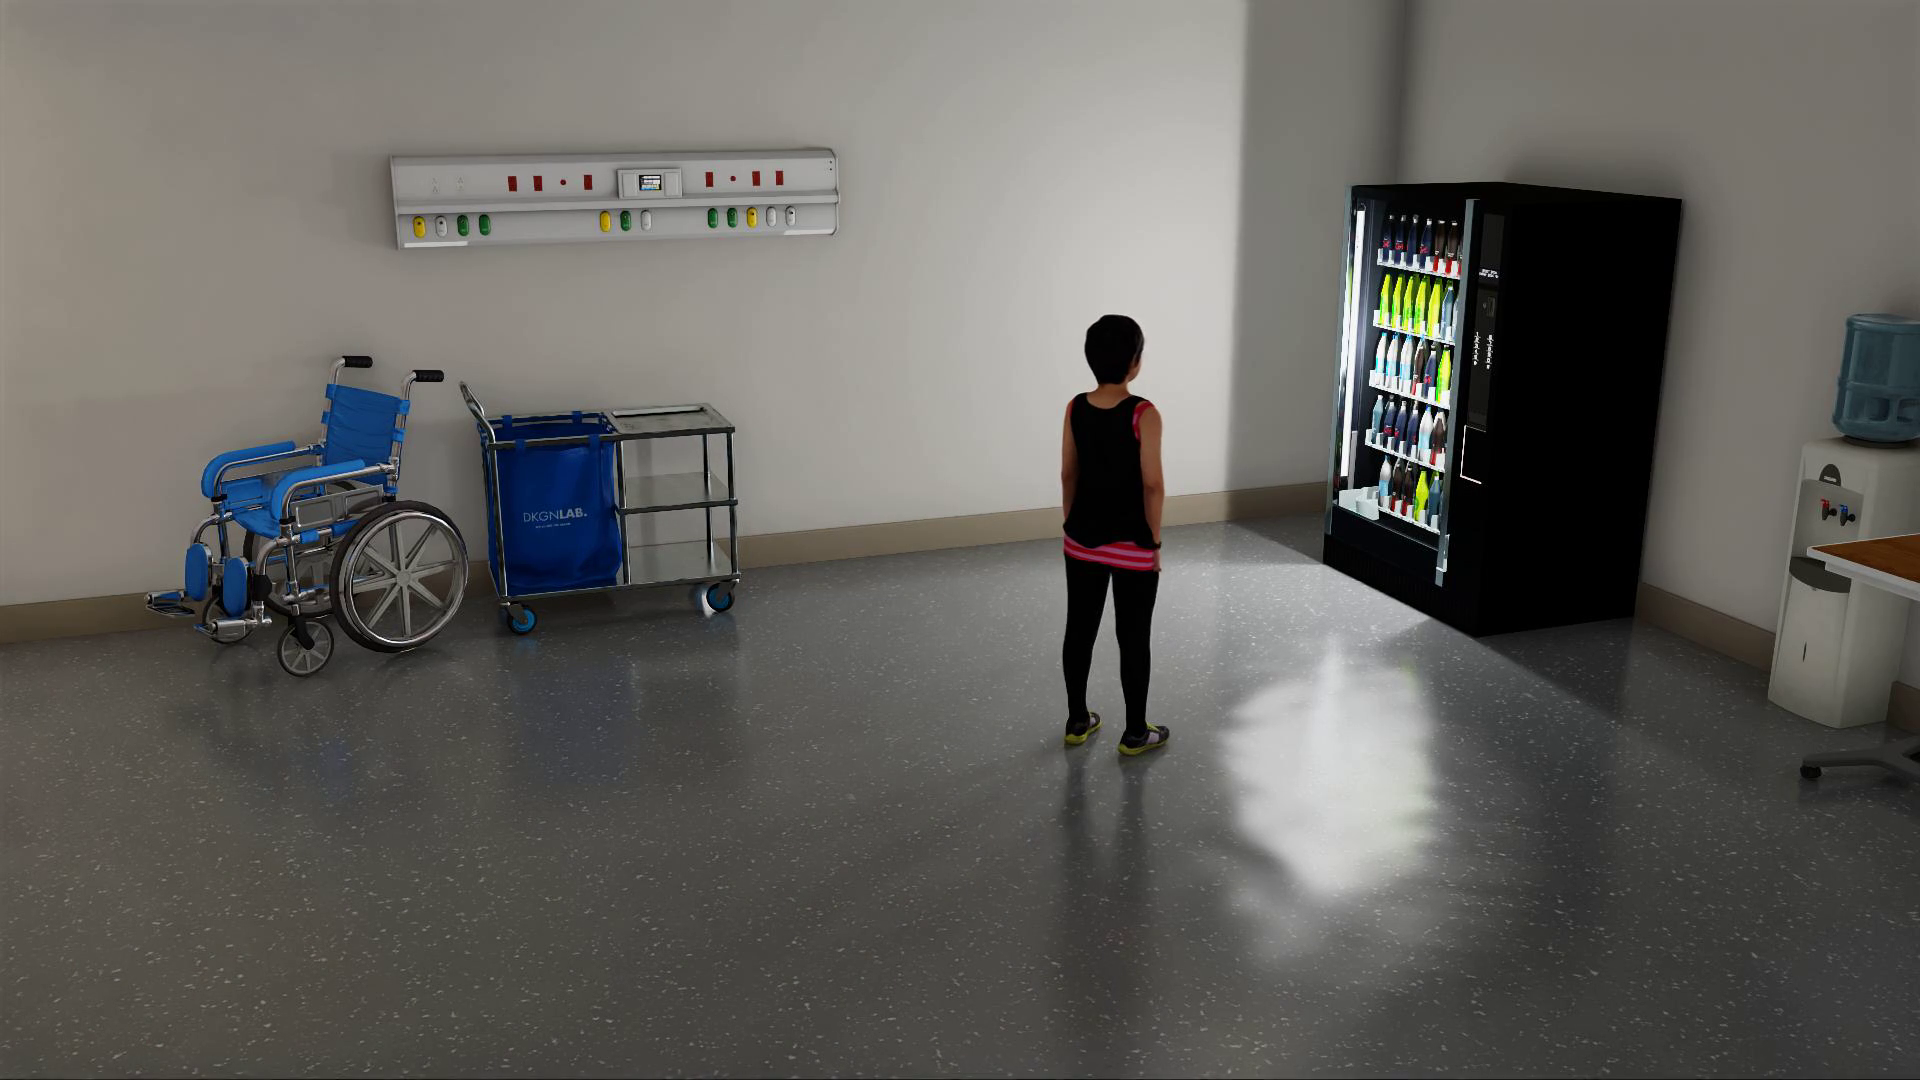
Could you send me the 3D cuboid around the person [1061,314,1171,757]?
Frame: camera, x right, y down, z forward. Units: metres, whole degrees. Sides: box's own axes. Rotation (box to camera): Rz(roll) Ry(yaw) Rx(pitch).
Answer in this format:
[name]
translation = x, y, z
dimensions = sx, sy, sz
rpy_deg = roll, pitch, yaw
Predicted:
[person]
translation = 0.528, -0.019, 5.831
dimensions = 0.603, 1.552, 0.685
rpy_deg = 10, 19, 33
